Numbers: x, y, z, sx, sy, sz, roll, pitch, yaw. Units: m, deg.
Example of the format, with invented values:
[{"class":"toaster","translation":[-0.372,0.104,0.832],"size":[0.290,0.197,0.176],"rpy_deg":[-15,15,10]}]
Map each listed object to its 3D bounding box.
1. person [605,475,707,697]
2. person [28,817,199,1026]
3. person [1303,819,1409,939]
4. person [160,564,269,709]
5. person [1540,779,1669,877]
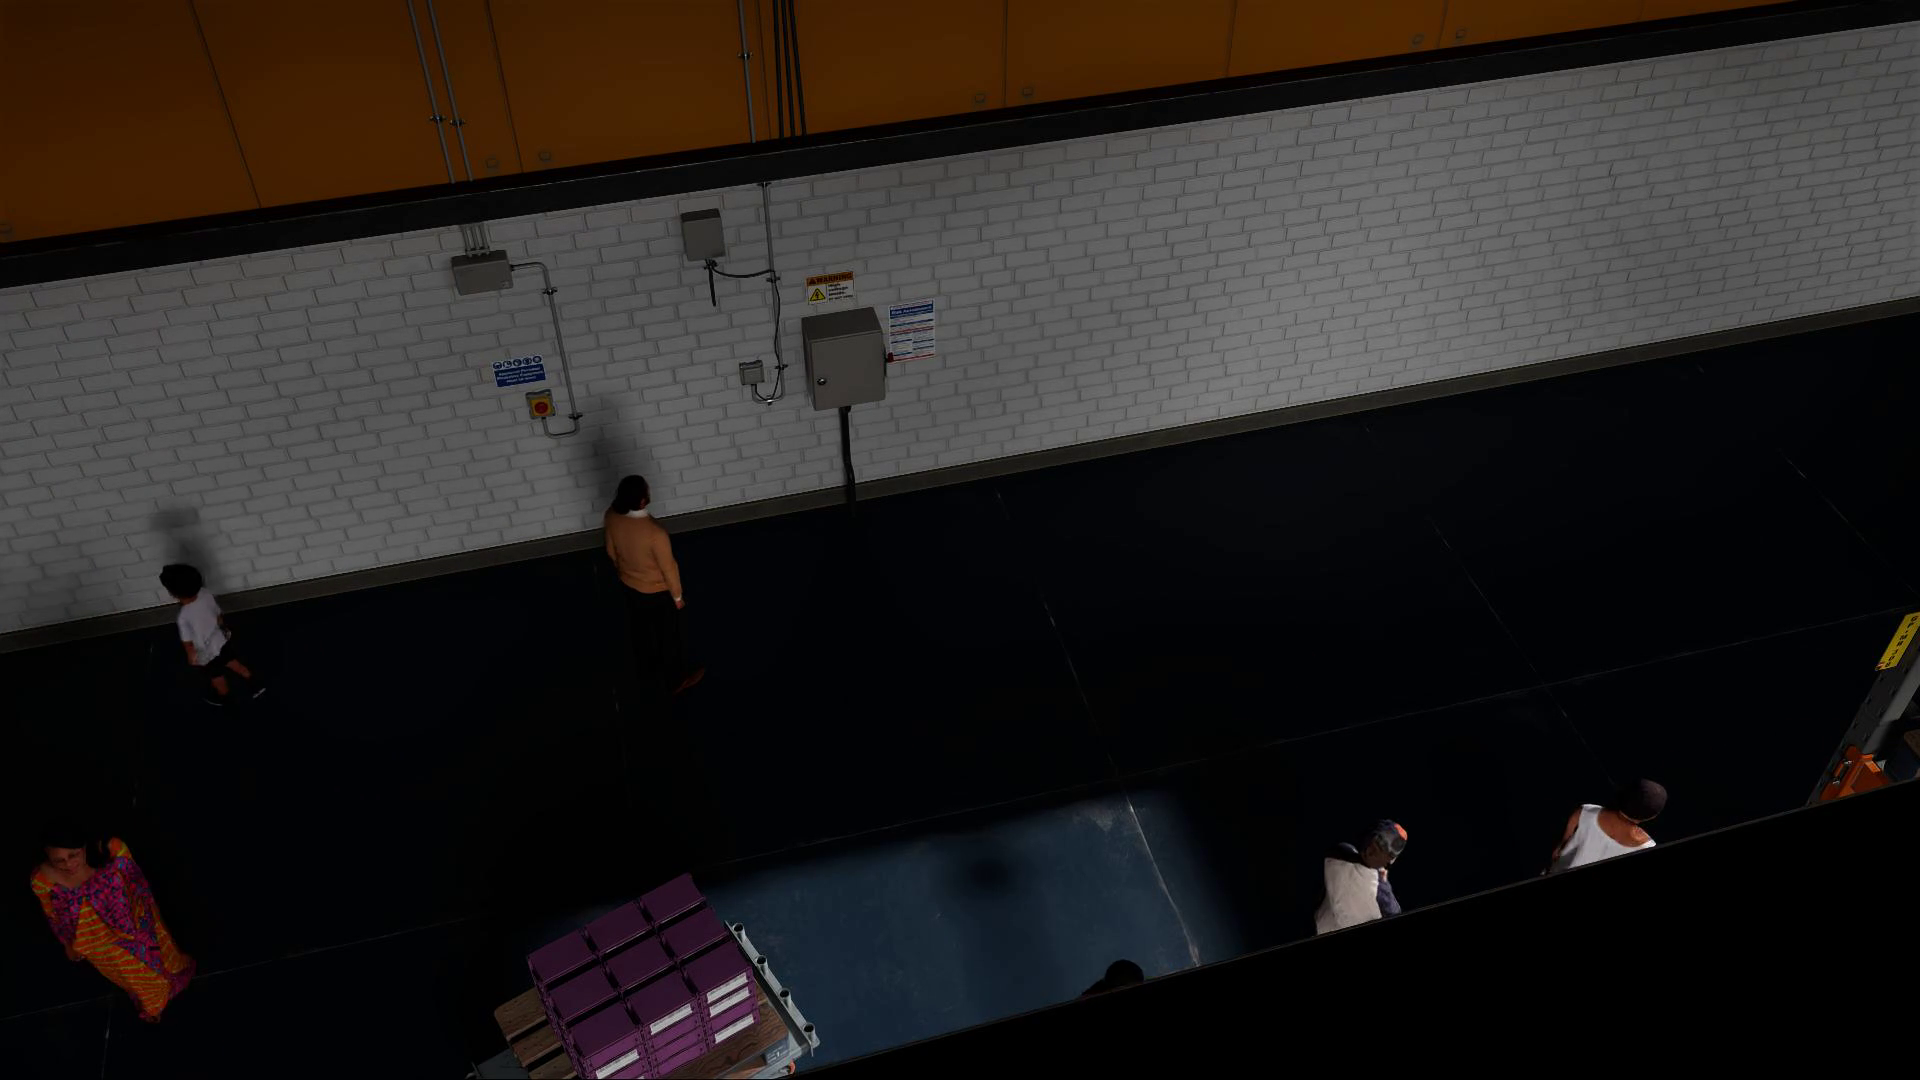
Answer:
[{"class":"person","translation":[-1.973,0.286,10.516],"size":[0.739,1.752,0.803],"rpy_deg":[23,48,22]},{"class":"person","translation":[-4.519,1.955,8.825],"size":[0.716,1.669,0.773],"rpy_deg":[-18,46,-18]},{"class":"person","translation":[1.945,2.076,8.540],"size":[0.795,1.886,0.624],"rpy_deg":[-21,48,-21]},{"class":"person","translation":[-4.716,0.635,10.513],"size":[0.721,1.251,0.706],"rpy_deg":[10,45,11]},{"class":"person","translation":[3.341,1.907,8.883],"size":[0.972,1.659,0.975],"rpy_deg":[-33,53,-30]}]
